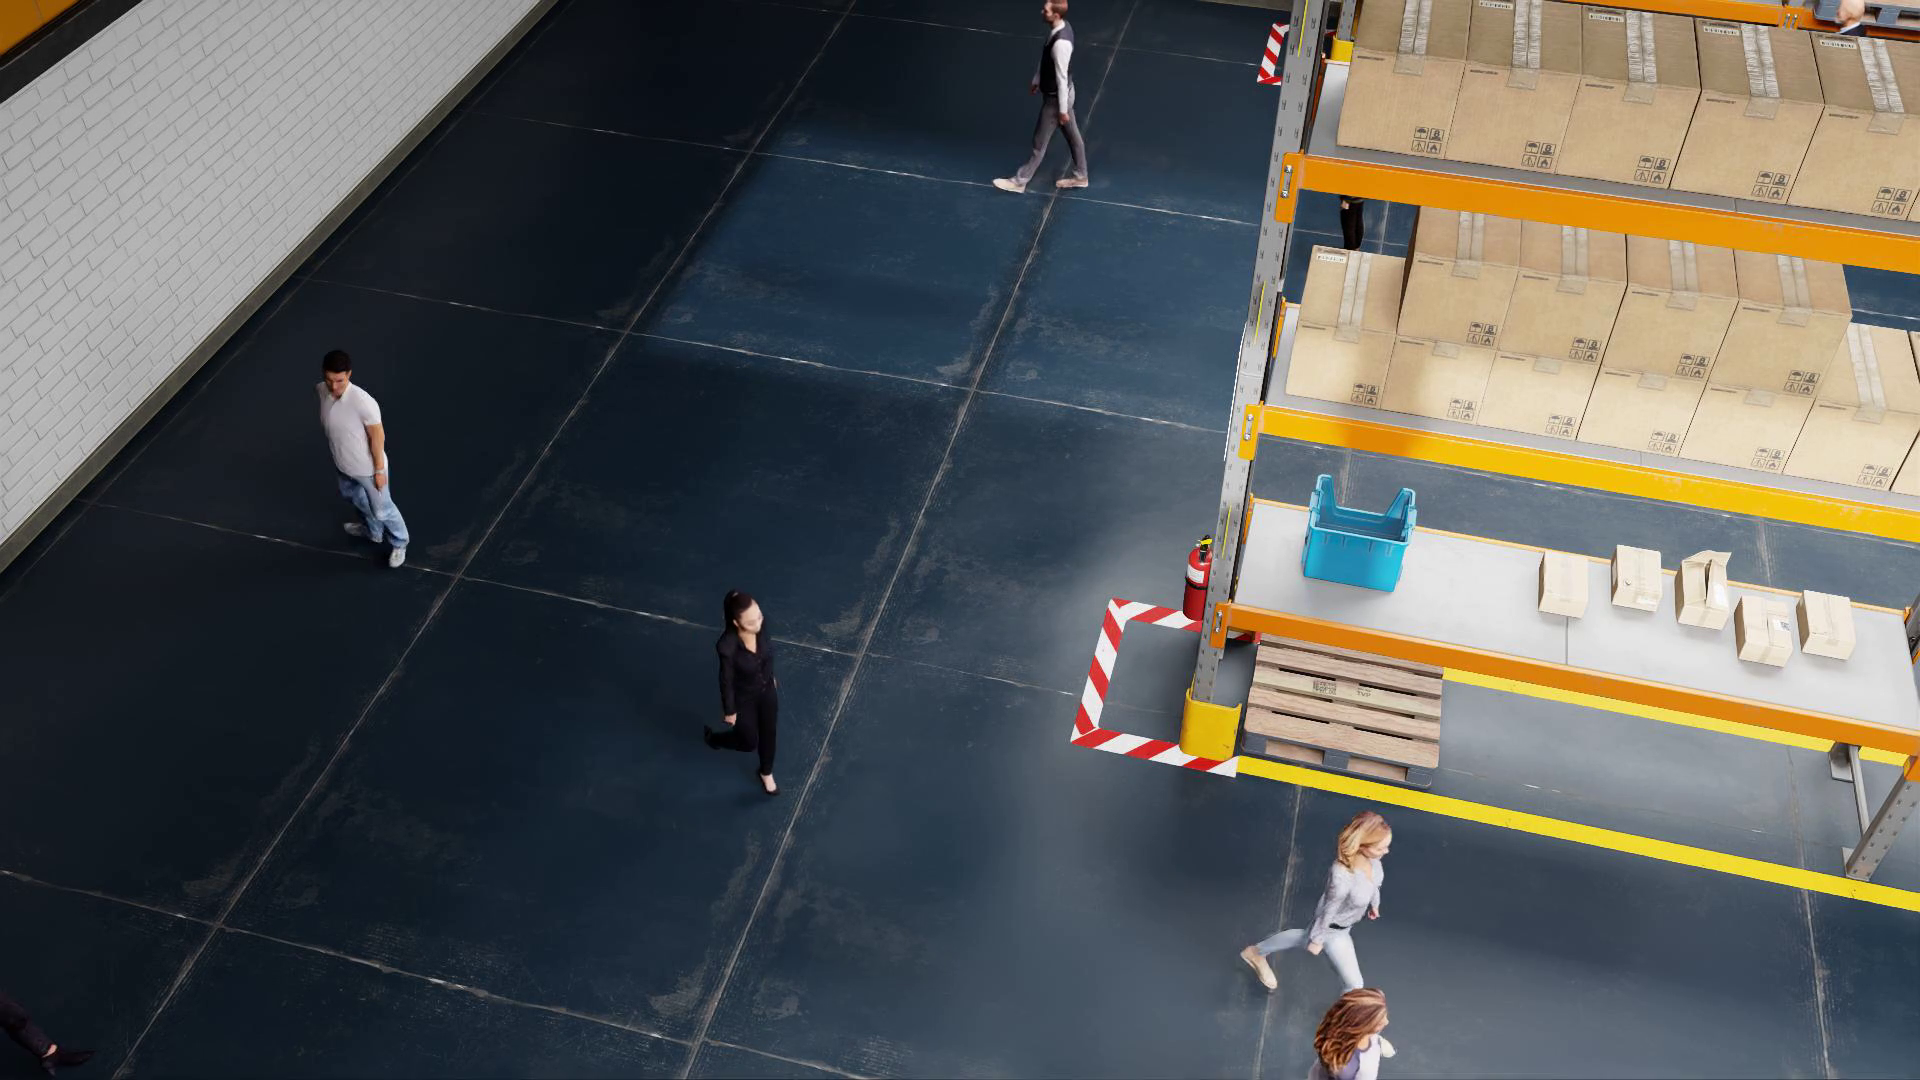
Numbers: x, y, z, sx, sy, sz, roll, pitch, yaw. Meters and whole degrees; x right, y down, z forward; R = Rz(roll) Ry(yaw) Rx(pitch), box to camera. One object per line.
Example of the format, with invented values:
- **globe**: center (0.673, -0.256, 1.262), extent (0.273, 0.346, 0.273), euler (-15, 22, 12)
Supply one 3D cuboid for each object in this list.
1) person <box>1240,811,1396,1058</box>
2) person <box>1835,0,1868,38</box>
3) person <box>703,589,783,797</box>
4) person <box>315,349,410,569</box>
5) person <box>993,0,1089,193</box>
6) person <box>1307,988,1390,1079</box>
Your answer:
- **person**: center (1.908, 1.961, 8.764), extent (1.275, 1.751, 0.942), euler (29, 51, 27)
- **person**: center (7.833, -4.043, 15.035), extent (0.722, 1.794, 0.759), euler (27, 50, 25)
- **person**: center (-1.309, 0.901, 9.915), extent (0.915, 1.698, 0.750), euler (26, 49, 24)
- **person**: center (-4.119, -0.577, 11.362), extent (0.996, 1.843, 0.676), euler (-34, 53, -31)
- **person**: center (0.974, -3.964, 14.871), extent (1.172, 1.906, 0.829), euler (3, 44, 3)
- **person**: center (1.709, 2.676, 8.070), extent (1.111, 1.675, 0.731), euler (18, 47, 18)
